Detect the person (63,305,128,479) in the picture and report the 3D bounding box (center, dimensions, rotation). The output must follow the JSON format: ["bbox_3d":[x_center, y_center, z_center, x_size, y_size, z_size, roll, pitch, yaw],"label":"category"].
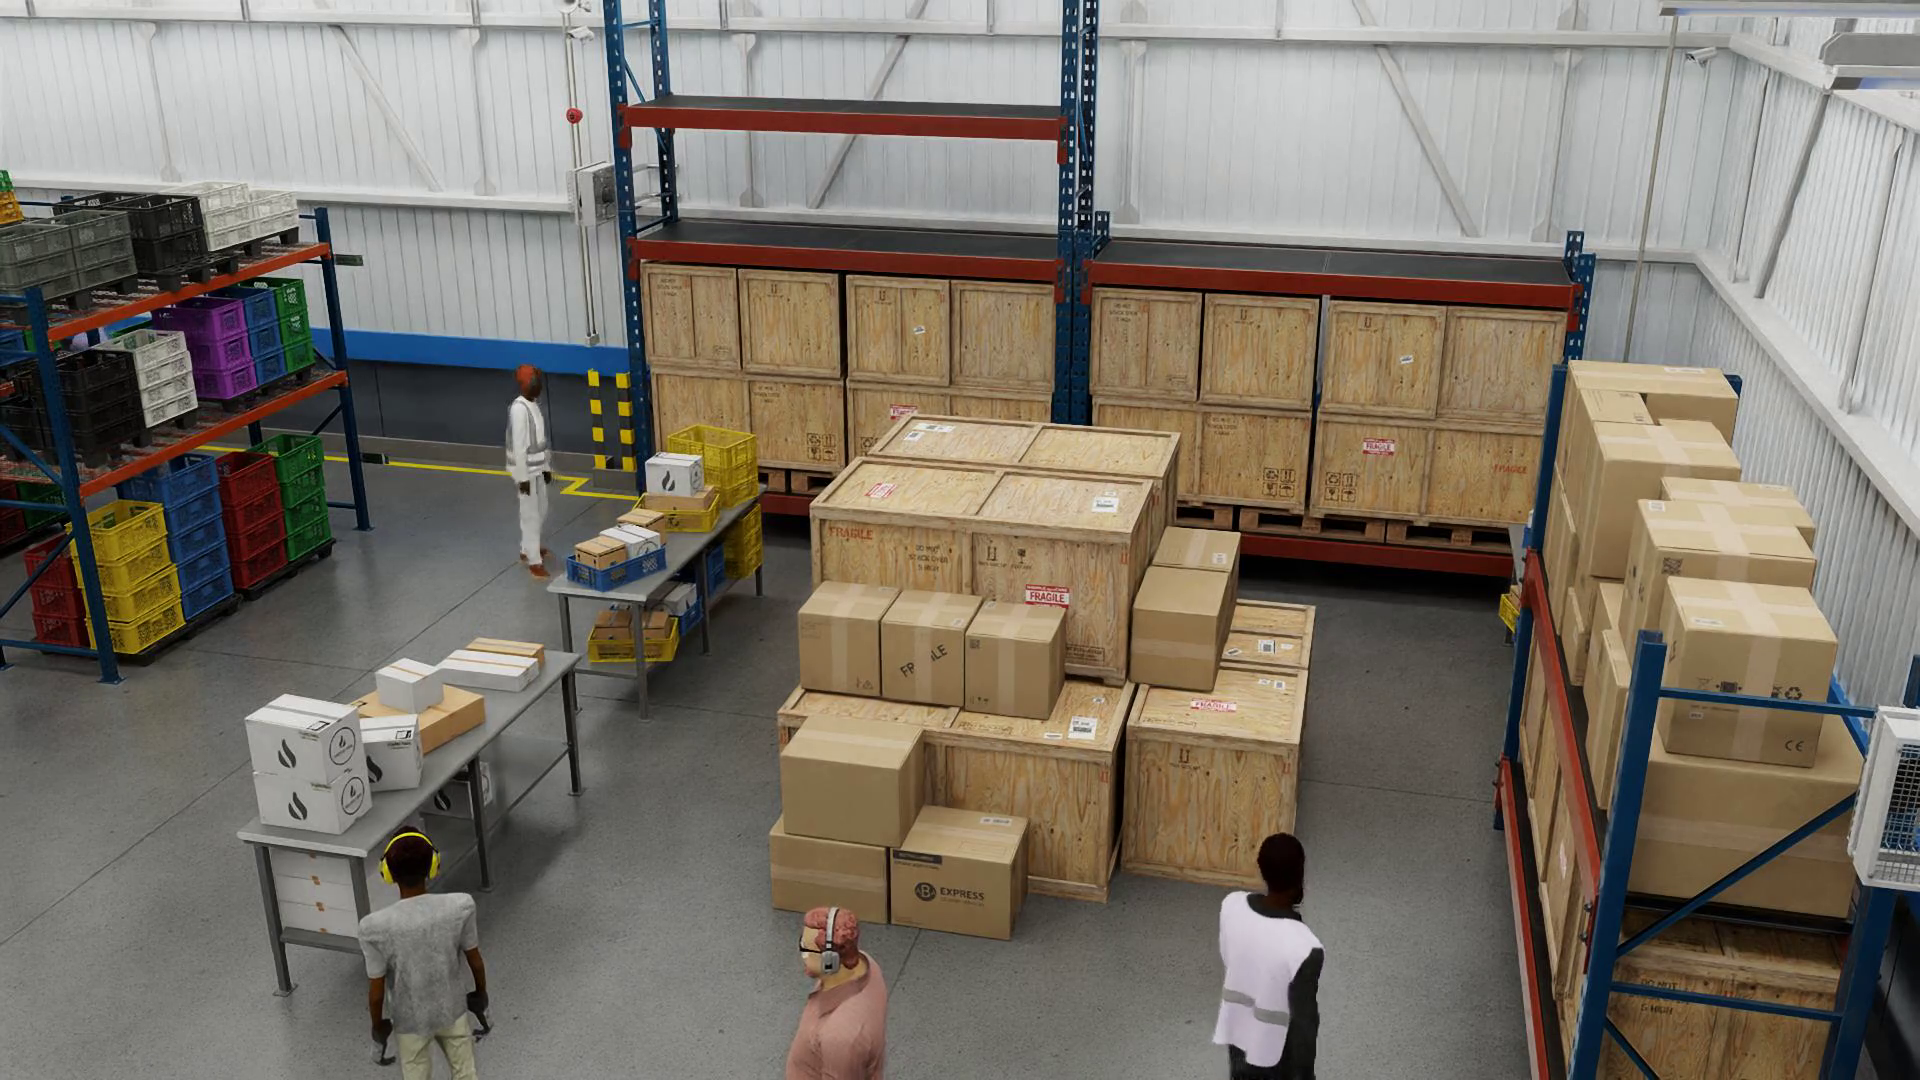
[{"bbox_3d":[-8.685,-1.474,16.561,0.533,1.919,0.668,-5,21,-13],"label":"person"}]

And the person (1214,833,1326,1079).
[{"bbox_3d":[1.302,2.156,7.136,0.461,1.879,0.621,-16,26,-35],"label":"person"}]

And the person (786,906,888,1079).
[{"bbox_3d":[-0.489,2.315,6.695,0.402,1.900,0.647,1,21,2],"label":"person"}]

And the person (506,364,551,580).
[{"bbox_3d":[-3.732,-0.588,14.362,0.369,1.852,0.677,0,21,1],"label":"person"}]

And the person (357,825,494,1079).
[{"bbox_3d":[-2.327,2.101,7.297,0.538,1.864,0.313,-11,24,-27],"label":"person"}]
